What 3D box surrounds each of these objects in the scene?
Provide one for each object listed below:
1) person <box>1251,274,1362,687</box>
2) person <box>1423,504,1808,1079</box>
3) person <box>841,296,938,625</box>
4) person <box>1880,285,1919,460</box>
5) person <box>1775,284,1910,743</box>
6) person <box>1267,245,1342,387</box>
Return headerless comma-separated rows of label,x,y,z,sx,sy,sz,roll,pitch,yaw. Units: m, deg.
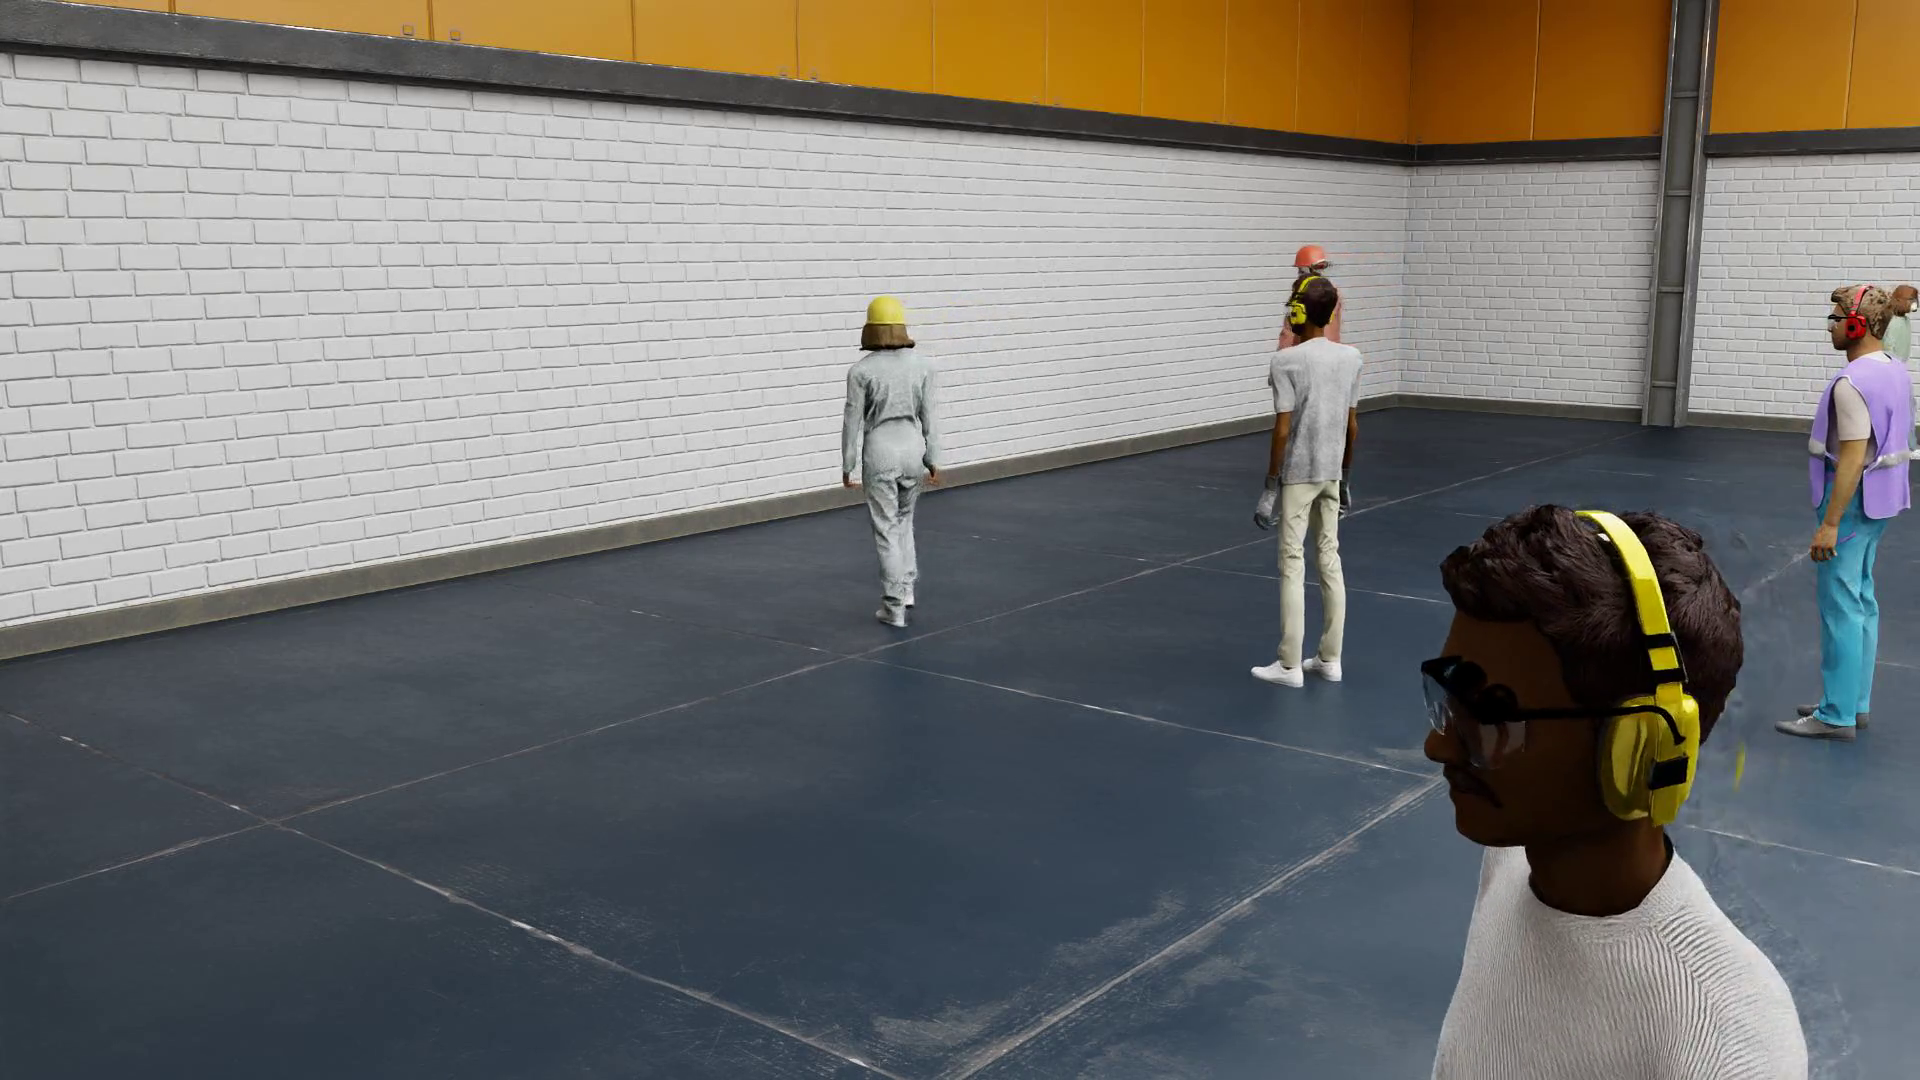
person,1.565,-0.262,7.571,0.564,1.870,0.343,-5,12,-28
person,0.508,0.858,1.490,0.942,1.827,0.527,1,10,8
person,-0.390,-0.421,8.805,0.513,1.723,0.484,-5,12,-27
person,8.622,-1.508,15.197,0.523,1.603,0.750,-9,13,-39
person,3.616,-0.102,6.732,0.377,1.844,0.570,9,14,41
person,2.884,-1.453,13.836,0.643,1.982,0.445,-10,14,-43
